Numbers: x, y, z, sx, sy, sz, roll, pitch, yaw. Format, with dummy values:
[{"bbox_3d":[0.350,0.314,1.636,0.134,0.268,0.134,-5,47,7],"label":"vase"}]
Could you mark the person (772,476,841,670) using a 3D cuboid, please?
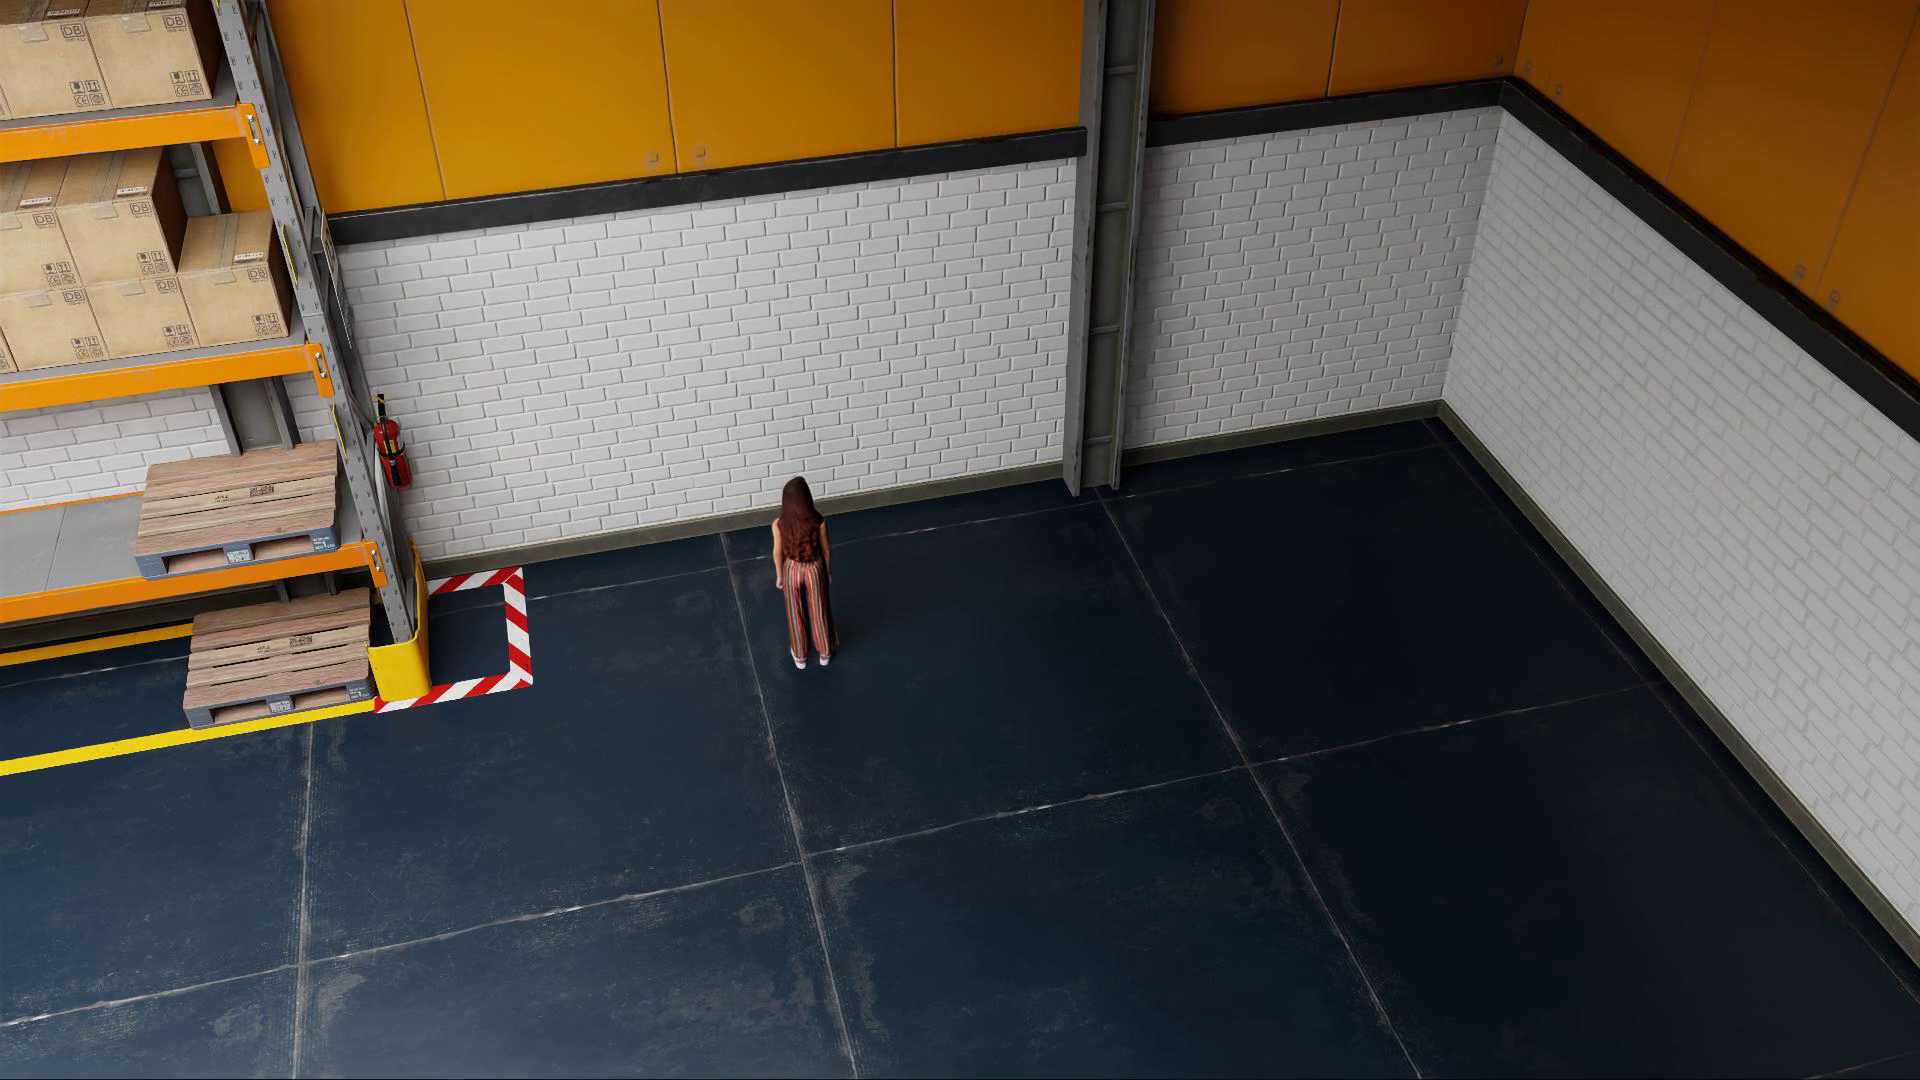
[{"bbox_3d":[-1.061,0.226,11.344,0.521,1.561,0.666,-2,39,-3],"label":"person"}]
